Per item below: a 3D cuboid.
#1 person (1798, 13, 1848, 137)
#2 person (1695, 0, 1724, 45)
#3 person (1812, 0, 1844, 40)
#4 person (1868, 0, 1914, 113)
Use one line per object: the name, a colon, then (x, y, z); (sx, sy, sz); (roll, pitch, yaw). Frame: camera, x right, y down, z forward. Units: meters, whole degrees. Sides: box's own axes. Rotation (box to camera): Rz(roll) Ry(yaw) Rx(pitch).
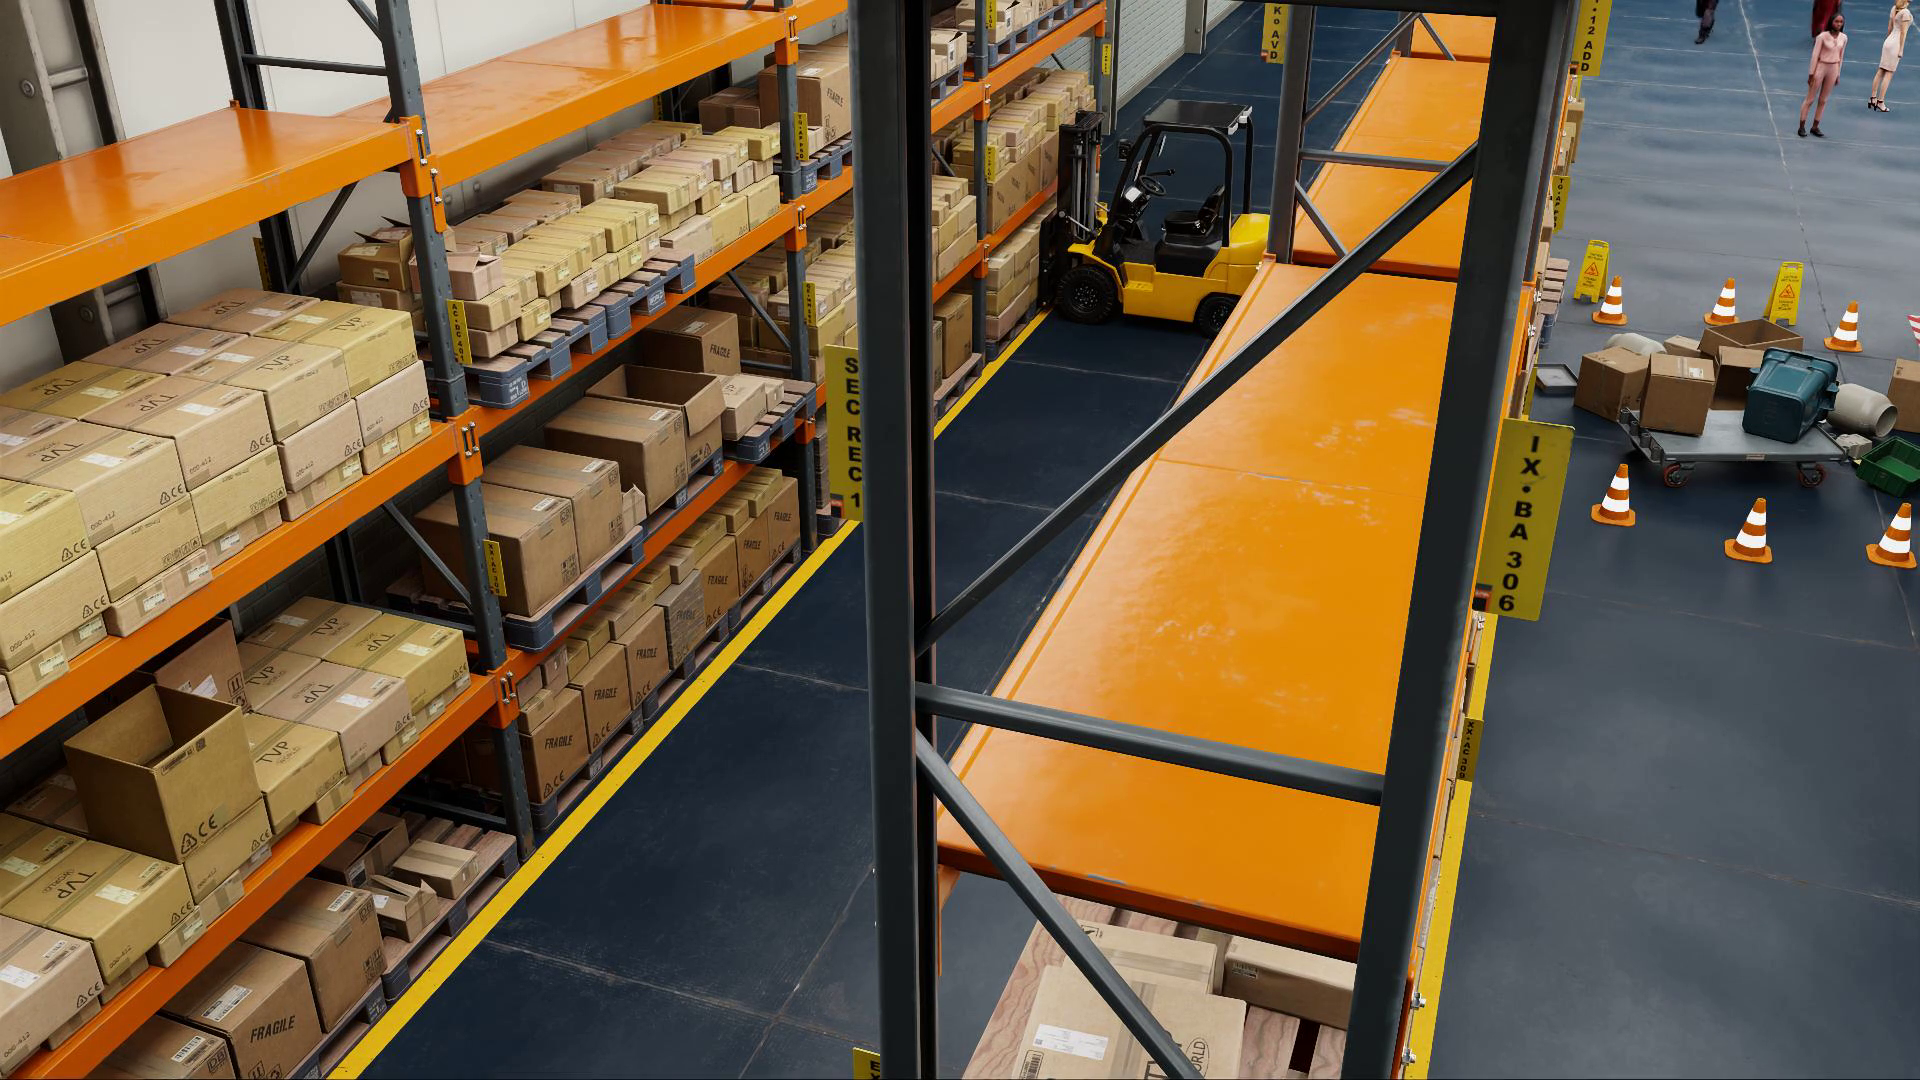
person: (12.389, -6.674, 23.867); (0.693, 1.721, 0.678); (-2, 28, -4)
person: (13.493, -9.860, 29.759); (1.167, 1.808, 0.985); (-25, 37, -38)
person: (15.531, -9.742, 29.728); (0.800, 1.629, 0.927); (18, 33, 30)
person: (14.131, -7.453, 25.215); (0.696, 1.831, 0.560); (-1, 28, -2)
